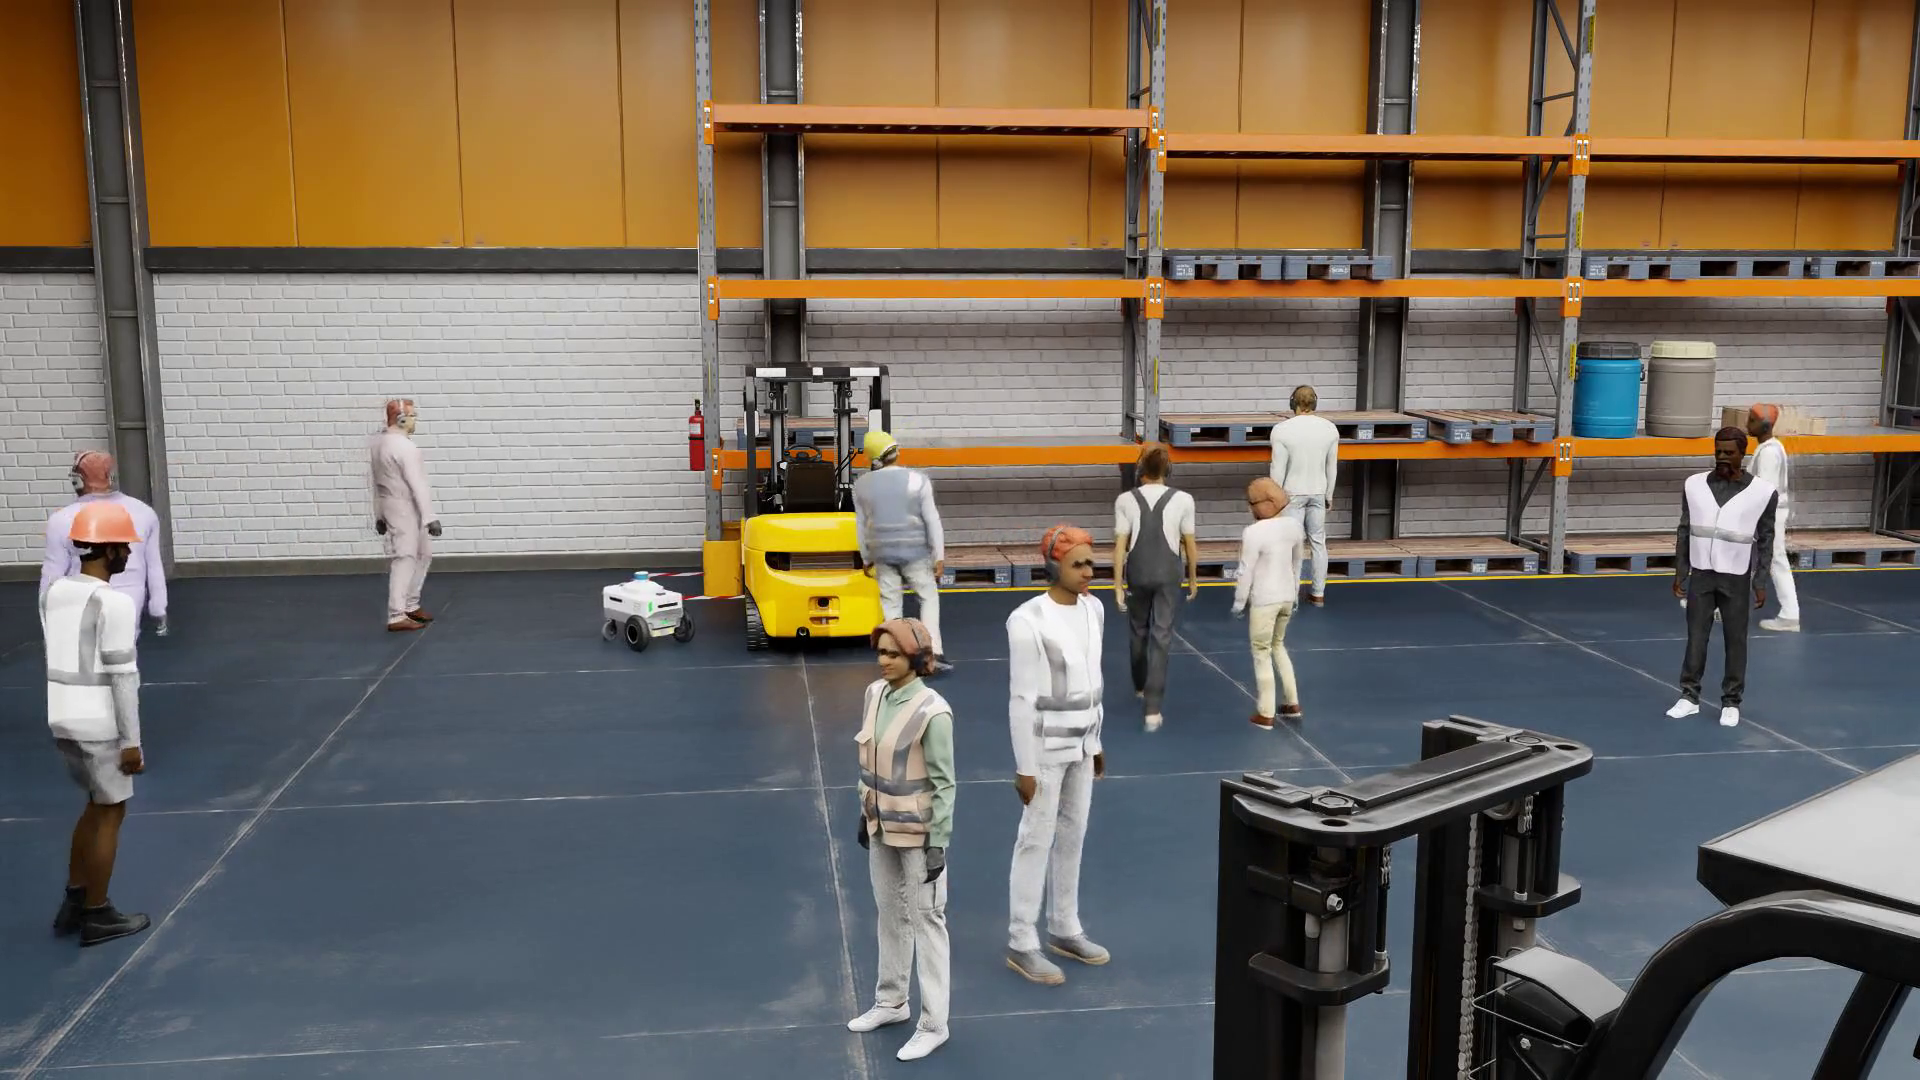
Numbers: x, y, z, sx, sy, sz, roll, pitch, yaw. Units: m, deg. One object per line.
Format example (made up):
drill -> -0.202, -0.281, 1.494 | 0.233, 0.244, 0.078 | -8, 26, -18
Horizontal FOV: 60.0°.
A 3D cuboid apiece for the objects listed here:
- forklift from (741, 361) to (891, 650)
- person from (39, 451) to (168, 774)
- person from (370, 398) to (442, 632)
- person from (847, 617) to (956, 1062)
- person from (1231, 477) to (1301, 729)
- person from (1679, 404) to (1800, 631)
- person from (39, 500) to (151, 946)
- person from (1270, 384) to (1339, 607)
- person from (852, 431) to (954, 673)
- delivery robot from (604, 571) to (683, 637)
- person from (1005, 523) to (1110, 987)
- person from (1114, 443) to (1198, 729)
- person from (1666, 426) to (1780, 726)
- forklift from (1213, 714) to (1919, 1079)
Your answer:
forklift -> -1.154, -0.340, 13.365 | 1.214, 2.155, 2.313 | -1, 9, -7
person -> -5.067, 0.407, 9.743 | 0.912, 1.859, 0.669 | 6, 11, 31
person -> -4.428, -0.202, 13.462 | 0.589, 1.888, 0.648 | -6, 11, -32
person -> -0.207, 1.089, 6.172 | 0.306, 1.639, 0.523 | -7, 11, -37
person -> 1.966, 0.395, 10.574 | 0.534, 1.617, 0.340 | -7, 12, -38
person -> 6.393, -0.183, 13.480 | 0.963, 1.835, 0.604 | 4, 10, 22
person -> -3.725, 0.788, 7.232 | 0.565, 1.912, 0.482 | 5, 11, 30
person -> 2.947, -0.371, 14.353 | 0.629, 1.940, 0.378 | -2, 9, -15
person -> -0.422, 0.106, 11.896 | 0.699, 1.782, 0.434 | 1, 9, 8
delivery robot -> -2.479, 0.490, 12.996 | 0.477, 0.478, 0.707 | -8, 12, -43
person -> 0.407, 0.862, 6.828 | 0.337, 1.882, 0.584 | 7, 12, 38
person -> 1.280, 0.267, 10.823 | 0.522, 1.793, 0.958 | 2, 9, 14
person -> 4.899, 0.226, 10.692 | 0.587, 1.920, 0.391 | 8, 12, 41
forklift -> 1.441, 1.425, 2.350 | 1.214, 2.155, 2.313 | -7, 12, -39
